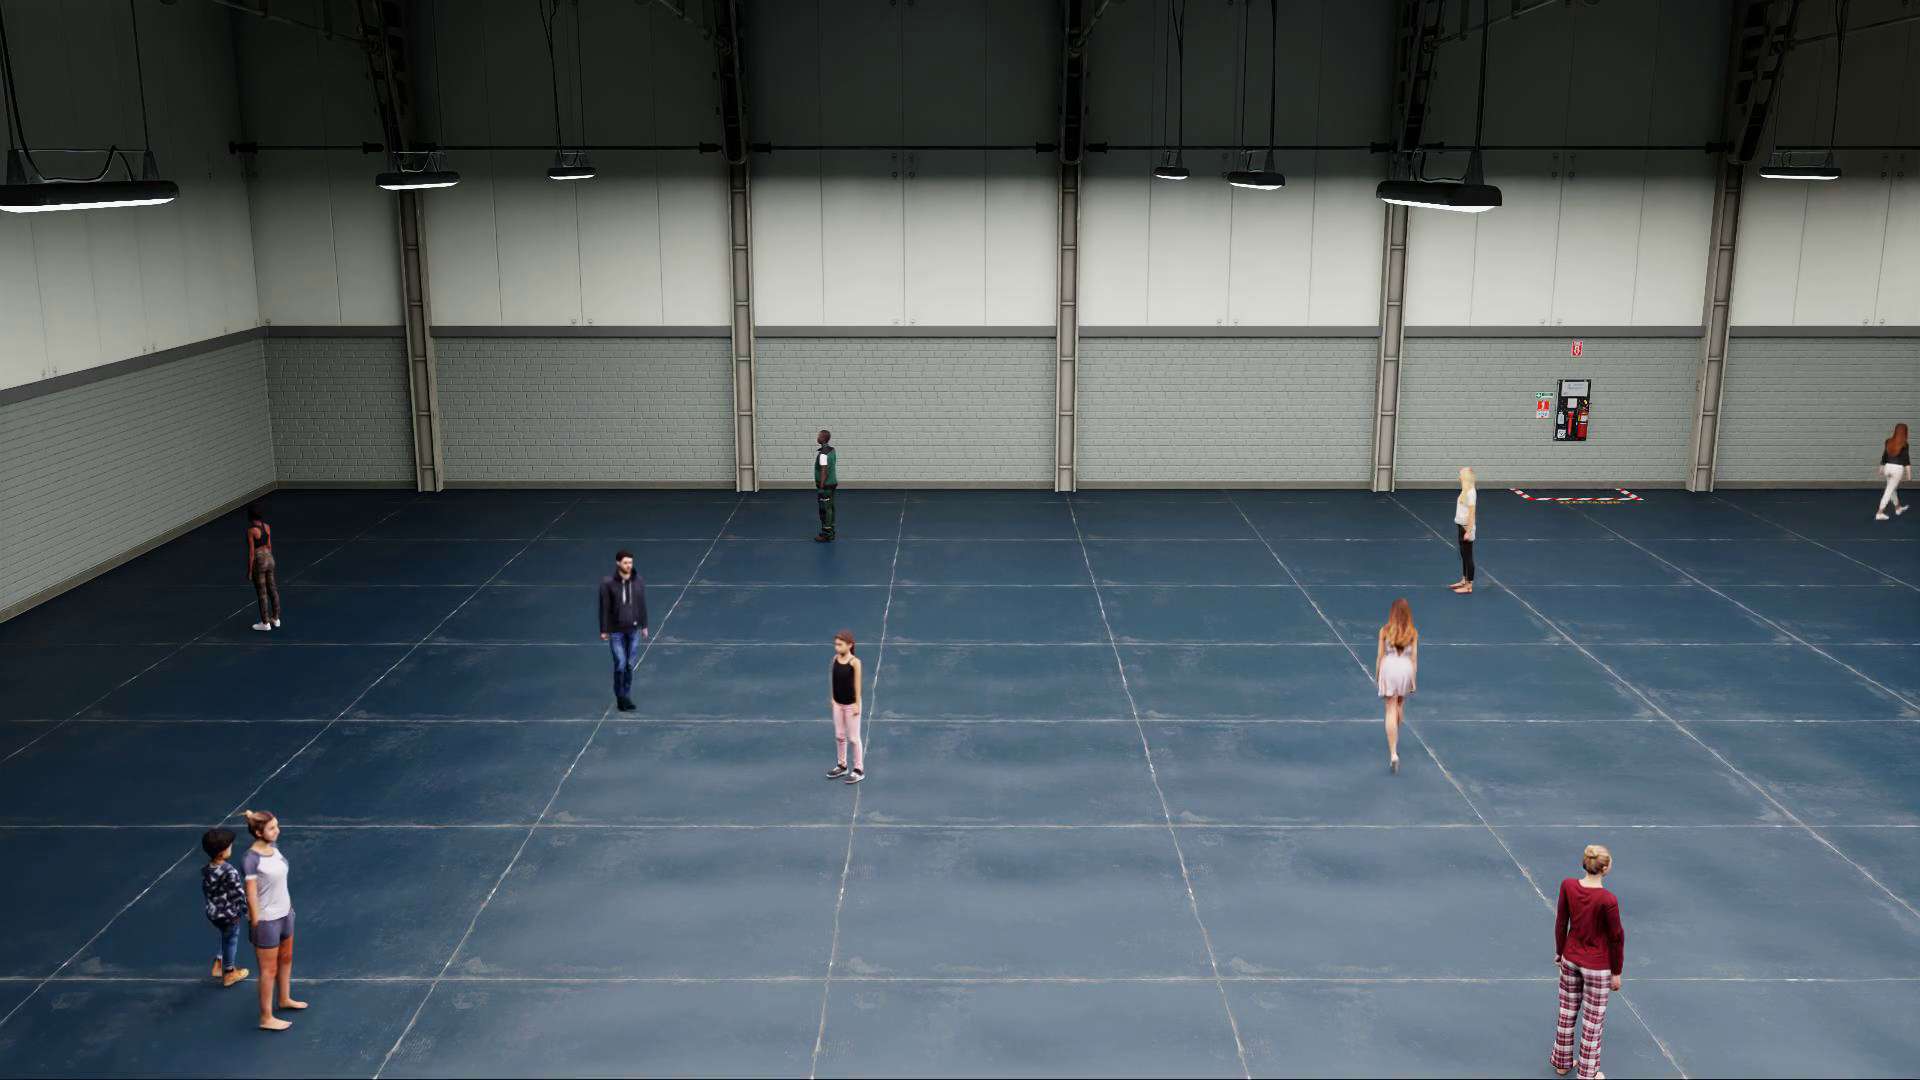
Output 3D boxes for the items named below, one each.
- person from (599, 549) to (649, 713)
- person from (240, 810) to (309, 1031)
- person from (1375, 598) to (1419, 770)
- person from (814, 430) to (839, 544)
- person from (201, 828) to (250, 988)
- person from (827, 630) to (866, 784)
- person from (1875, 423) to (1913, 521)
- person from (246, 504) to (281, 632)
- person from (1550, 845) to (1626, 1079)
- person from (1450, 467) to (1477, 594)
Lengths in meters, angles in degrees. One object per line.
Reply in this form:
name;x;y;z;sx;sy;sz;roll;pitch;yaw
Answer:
person;-3.852;1.001;18.870;0.769;1.876;0.863;-9;16;-33
person;-4.989;2.720;12.014;0.531;1.621;0.579;1;13;5
person;4.466;1.507;17.049;1.129;1.713;0.782;3;13;11
person;-2.179;-0.890;27.118;0.671;1.840;0.729;3;13;11
person;-5.596;2.790;12.547;0.541;1.244;0.630;6;15;26
person;-1.138;1.655;16.743;0.584;1.563;0.664;9;16;35
person;16.006;-1.149;28.617;1.158;1.669;0.852;-5;14;-19
person;-9.272;0.347;22.088;0.644;1.700;0.646;5;14;21
person;4.251;2.850;11.279;0.715;1.699;0.687;-10;17;-38
person;7.303;-0.148;23.951;0.556;1.824;0.630;1;13;6
